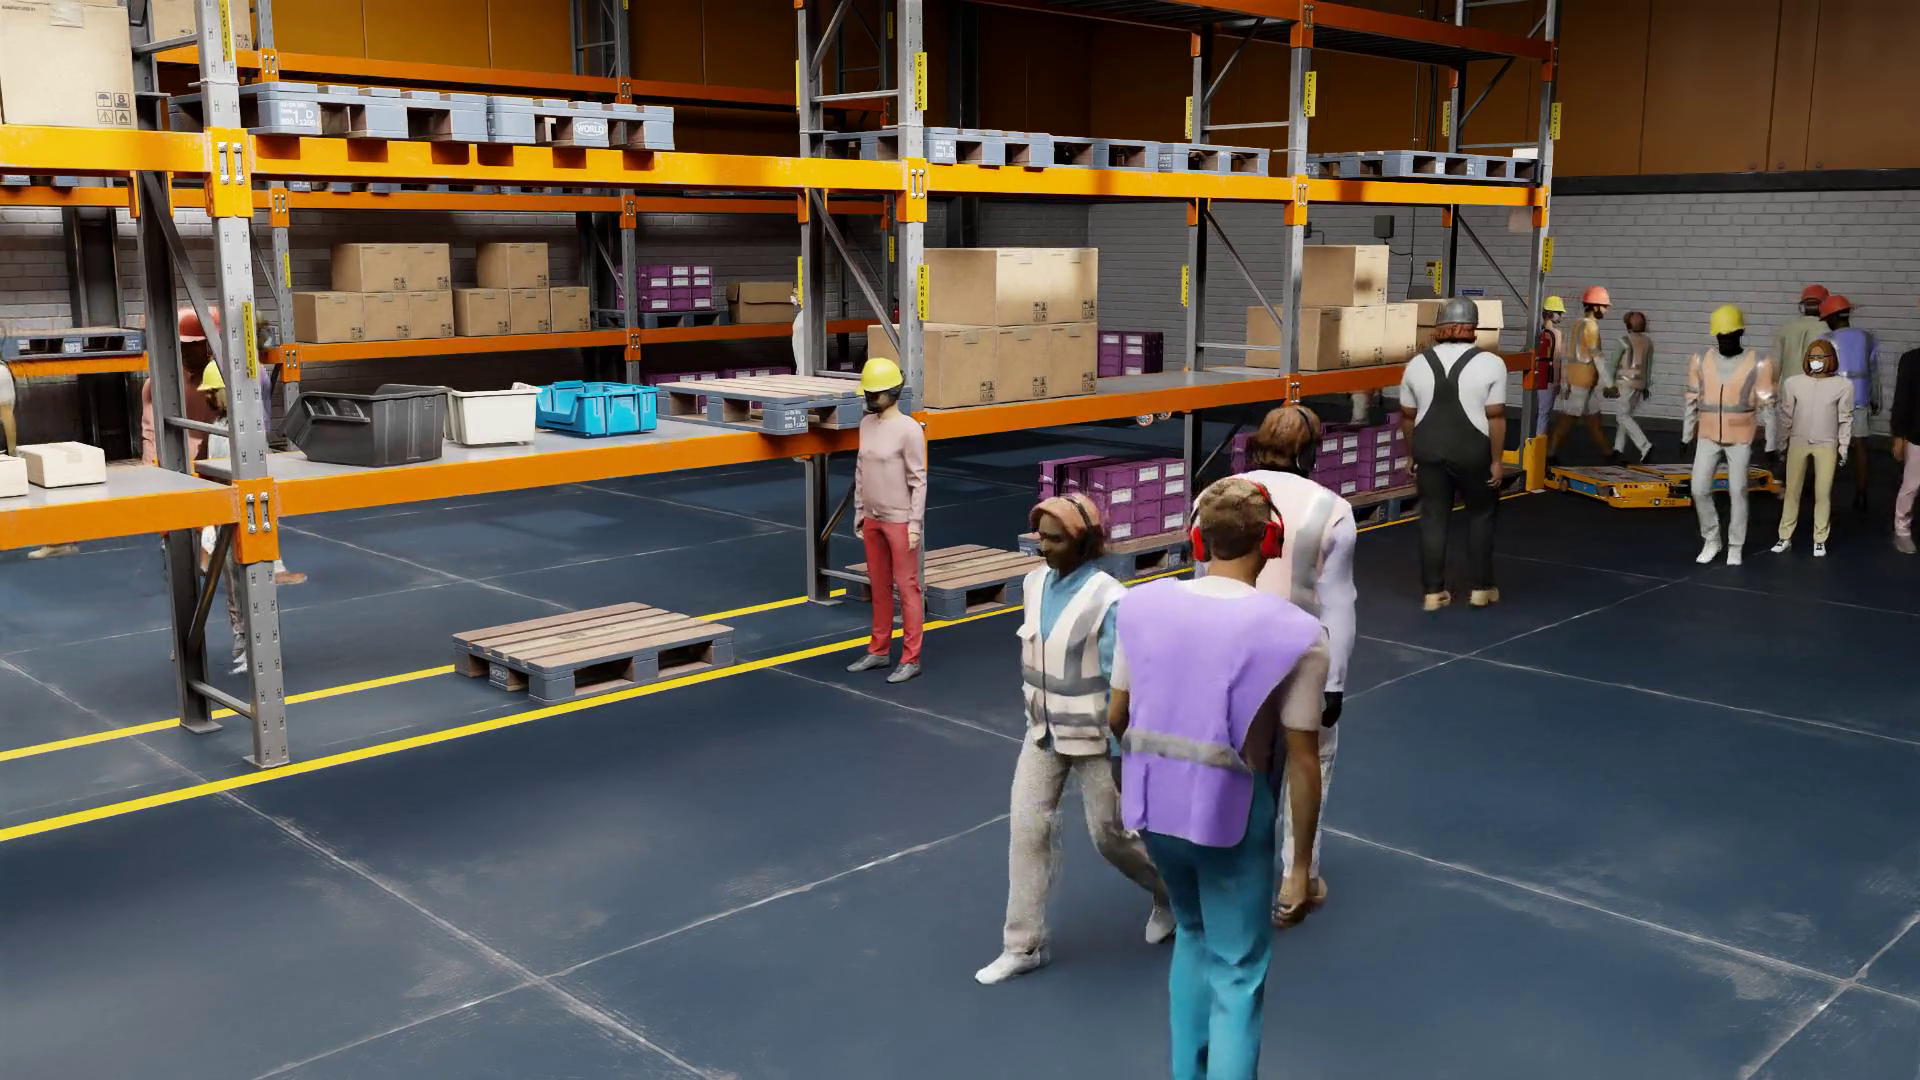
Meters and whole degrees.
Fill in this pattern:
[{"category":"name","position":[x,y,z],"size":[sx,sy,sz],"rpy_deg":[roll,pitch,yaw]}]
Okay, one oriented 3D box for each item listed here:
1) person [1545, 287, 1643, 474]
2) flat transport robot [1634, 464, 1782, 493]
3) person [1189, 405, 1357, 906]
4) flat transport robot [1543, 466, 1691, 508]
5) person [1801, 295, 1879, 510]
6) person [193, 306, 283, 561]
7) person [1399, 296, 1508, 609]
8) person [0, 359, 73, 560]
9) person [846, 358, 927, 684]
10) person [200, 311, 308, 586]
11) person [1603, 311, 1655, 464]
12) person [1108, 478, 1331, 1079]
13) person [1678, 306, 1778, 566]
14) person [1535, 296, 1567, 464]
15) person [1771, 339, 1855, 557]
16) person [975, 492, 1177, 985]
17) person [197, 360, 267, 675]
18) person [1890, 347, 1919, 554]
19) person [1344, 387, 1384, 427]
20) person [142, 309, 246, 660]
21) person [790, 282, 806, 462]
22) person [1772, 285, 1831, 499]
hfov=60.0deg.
[{"category":"person","position":[6.362,-1.580,16.677],"size":[1.012,1.877,0.561],"rpy_deg":[2,11,13]},{"category":"flat transport robot","position":[6.969,-0.577,15.619],"size":[1.431,0.197,0.652],"rpy_deg":[-1,11,-8]},{"category":"person","position":[1.115,0.432,5.881],"size":[0.644,1.819,0.572],"rpy_deg":[6,12,31]},{"category":"flat transport robot","position":[5.985,-0.501,15.204],"size":[0.652,0.197,1.431],"rpy_deg":[-1,11,-8]},{"category":"person","position":[7.916,-1.236,14.852],"size":[0.708,1.858,0.926],"rpy_deg":[0,10,2]},{"category":"person","position":[-5.366,-0.736,12.060],"size":[0.868,1.898,0.547],"rpy_deg":[-6,12,-31]},{"category":"person","position":[3.231,-0.573,10.771],"size":[0.708,2.000,0.702],"rpy_deg":[7,13,35]},{"category":"person","position":[-7.067,-0.697,12.133],"size":[0.981,1.794,0.516],"rpy_deg":[-5,12,-27]},{"category":"person","position":[-0.399,-0.105,8.994],"size":[0.335,1.759,0.523],"rpy_deg":[-9,14,-41]},{"category":"person","position":[-4.899,-0.602,11.283],"size":[0.684,1.916,0.627],"rpy_deg":[-7,12,-32]},{"category":"person","position":[7.147,-1.621,17.651],"size":[0.520,1.613,0.731],"rpy_deg":[-5,11,-25]},{"category":"person","position":[0.629,0.747,4.247],"size":[0.584,1.794,0.579],"rpy_deg":[7,13,34]},{"category":"person","position":[5.576,-0.741,12.087],"size":[0.721,1.890,0.596],"rpy_deg":[9,14,40]},{"category":"person","position":[6.204,-1.690,17.615],"size":[0.327,1.765,0.528],"rpy_deg":[-2,11,-12]},{"category":"person","position":[6.421,-0.690,12.518],"size":[0.503,1.632,0.274],"rpy_deg":[8,13,37]},{"category":"person","position":[0.432,0.626,5.431],"size":[0.776,1.607,0.522],"rpy_deg":[-8,13,-37]},{"category":"person","position":[-3.967,-0.124,9.205],"size":[0.498,1.757,0.401],"rpy_deg":[9,14,40]},{"category":"person","position":[7.172,-0.793,12.258],"size":[0.635,1.944,1.020],"rpy_deg":[3,11,17]},{"category":"person","position":[4.171,-1.491,16.898],"size":[0.594,1.616,0.544],"rpy_deg":[-2,11,-12]},{"category":"person","position":[-4.296,-0.310,9.457],"size":[0.625,1.992,0.389],"rpy_deg":[-3,11,-17]},{"category":"person","position":[-1.634,-1.798,17.726],"size":[0.358,1.938,0.636],"rpy_deg":[-2,11,-10]},{"category":"person","position":[7.826,-1.357,15.309],"size":[0.884,1.951,0.641],"rpy_deg":[-9,13,-39]}]
